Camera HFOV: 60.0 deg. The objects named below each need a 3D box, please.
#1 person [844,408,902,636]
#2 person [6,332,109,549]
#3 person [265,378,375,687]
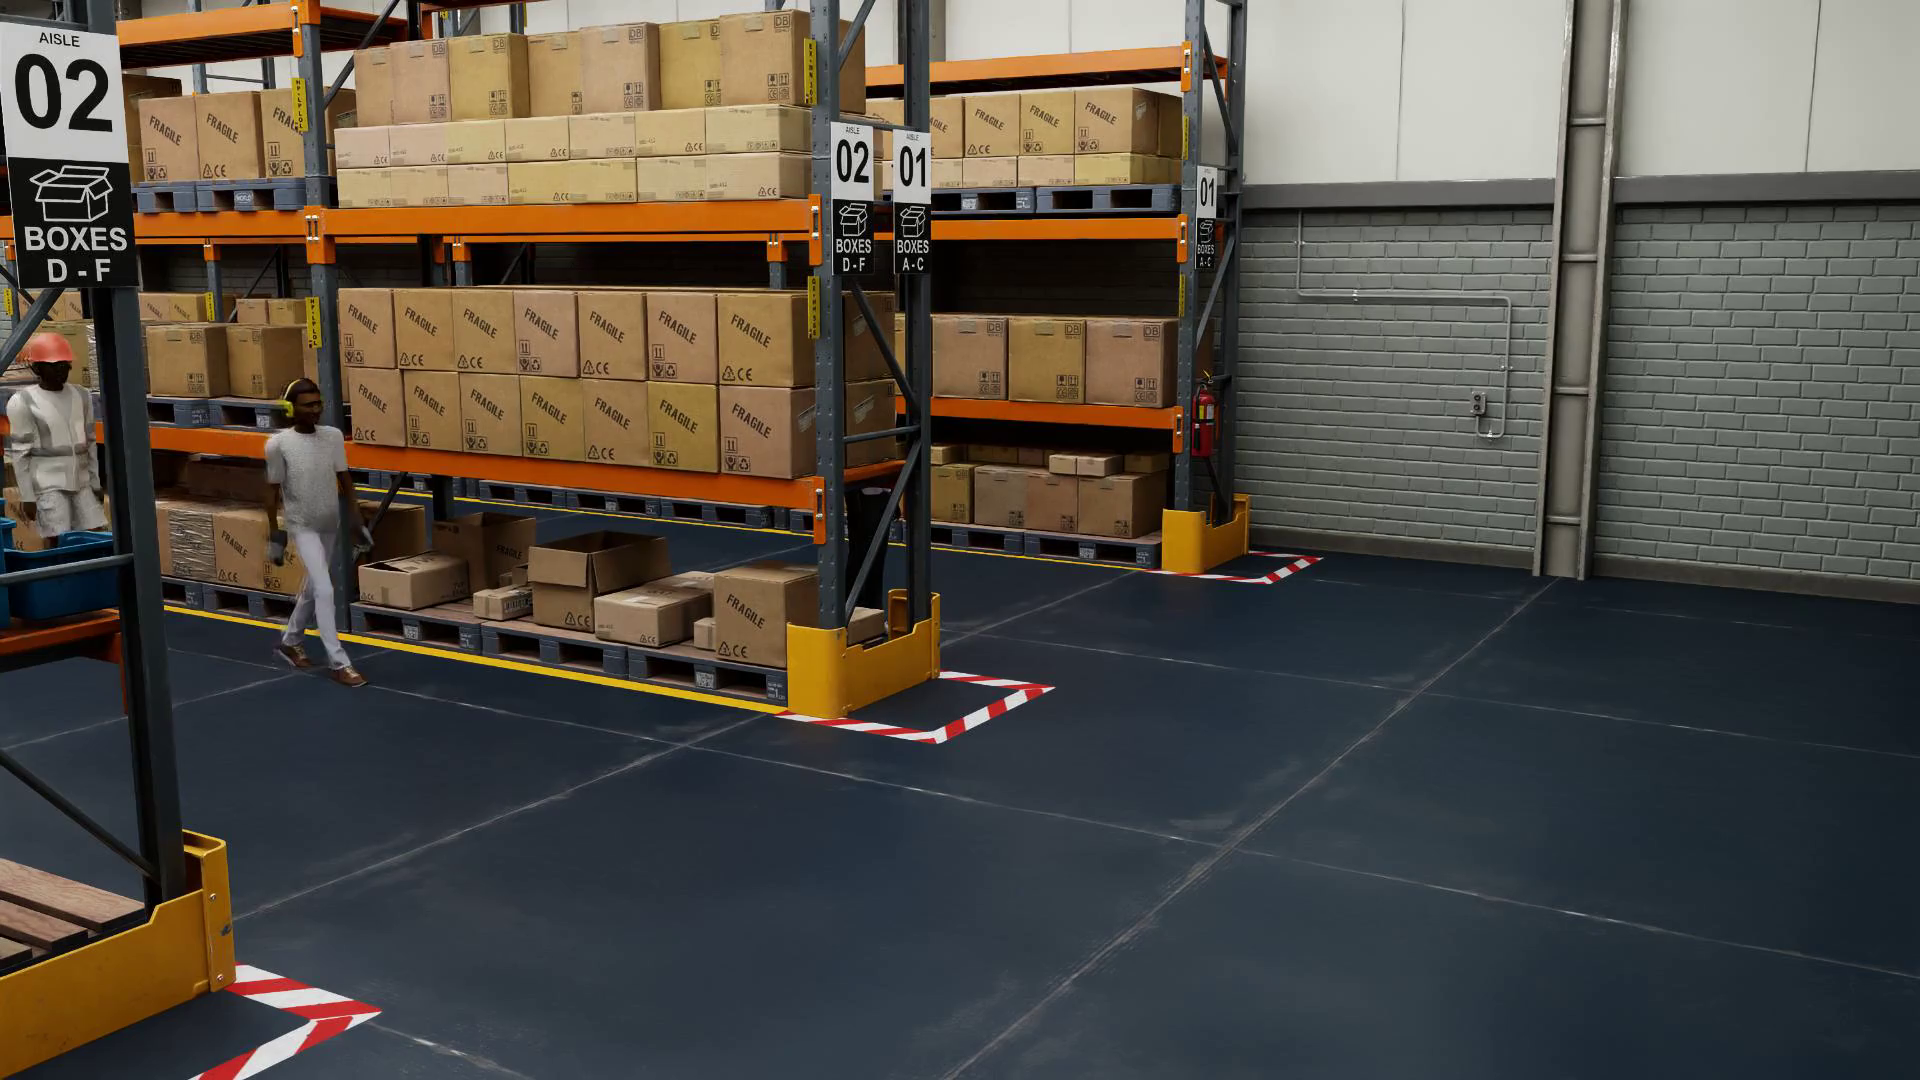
[{"bbox_3d":[-0.593,-0.275,10.910,0.392,1.919,0.591,5,11,26],"label":"person"},{"bbox_3d":[-6.055,-0.377,11.180,0.488,2.026,0.629,4,11,24],"label":"person"},{"bbox_3d":[-3.892,-0.069,9.996,0.954,1.831,0.518,6,11,31],"label":"person"}]
